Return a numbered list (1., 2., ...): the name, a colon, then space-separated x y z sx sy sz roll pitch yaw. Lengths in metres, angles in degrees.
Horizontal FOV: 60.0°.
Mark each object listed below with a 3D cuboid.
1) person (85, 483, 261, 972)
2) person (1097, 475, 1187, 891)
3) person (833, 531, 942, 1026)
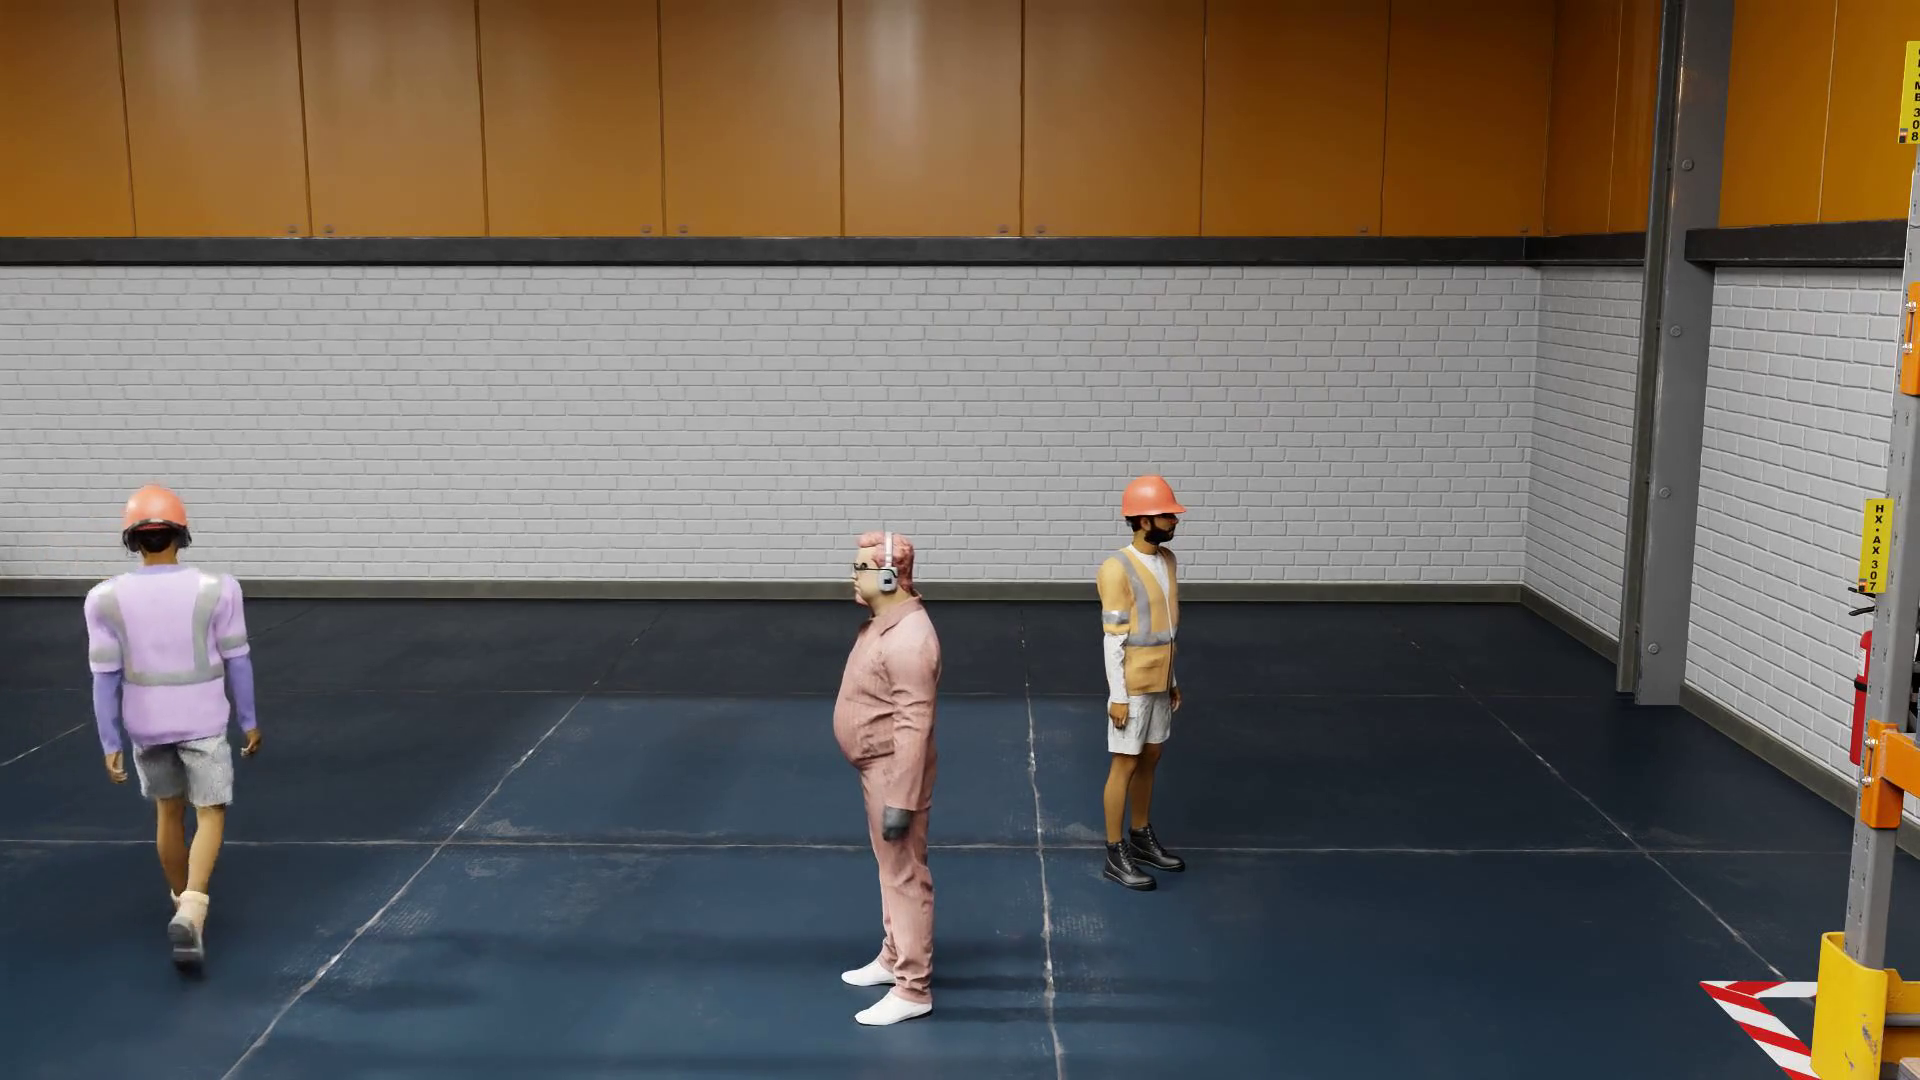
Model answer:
1. person: -3.287 0.772 6.944 0.615 2.018 0.882 -2 10 -11
2. person: 0.871 0.657 7.834 0.343 1.942 0.548 7 12 36
3. person: -0.286 0.908 6.435 0.403 1.911 0.637 -1 10 -9
